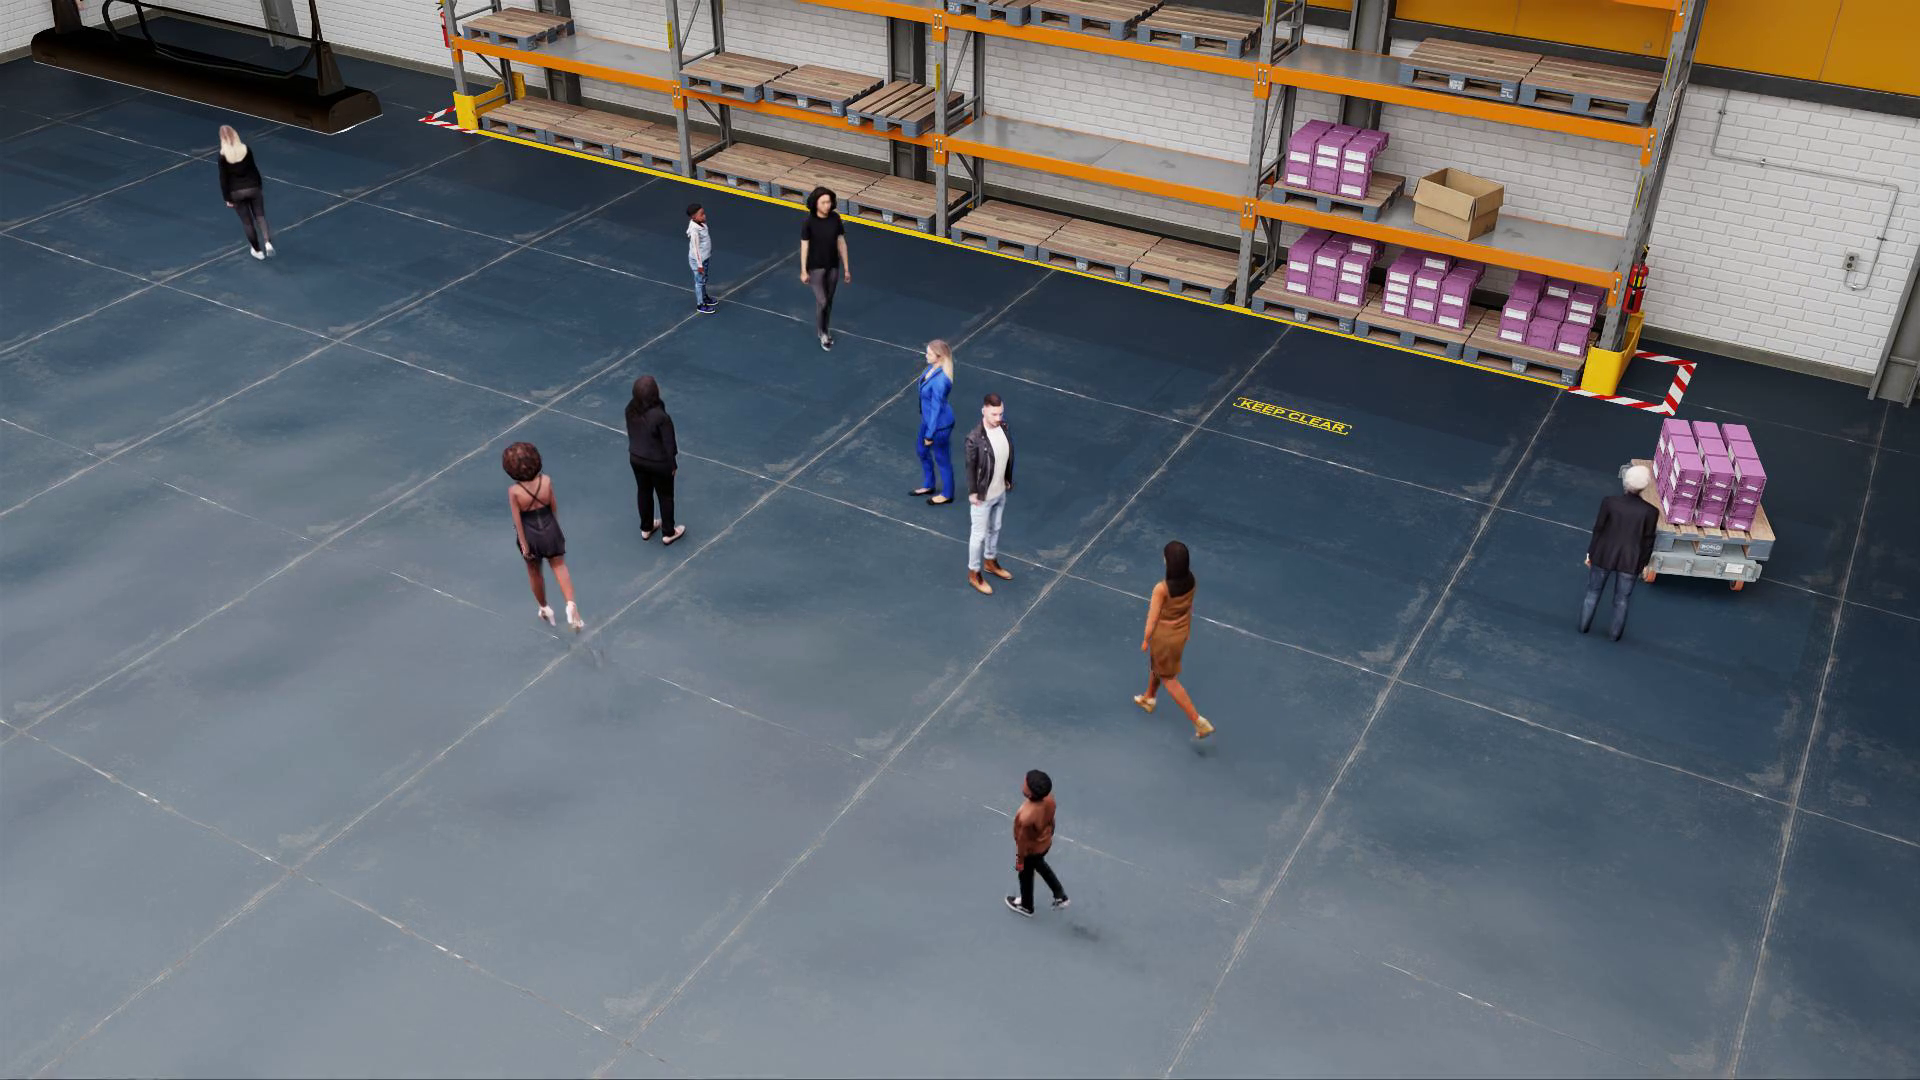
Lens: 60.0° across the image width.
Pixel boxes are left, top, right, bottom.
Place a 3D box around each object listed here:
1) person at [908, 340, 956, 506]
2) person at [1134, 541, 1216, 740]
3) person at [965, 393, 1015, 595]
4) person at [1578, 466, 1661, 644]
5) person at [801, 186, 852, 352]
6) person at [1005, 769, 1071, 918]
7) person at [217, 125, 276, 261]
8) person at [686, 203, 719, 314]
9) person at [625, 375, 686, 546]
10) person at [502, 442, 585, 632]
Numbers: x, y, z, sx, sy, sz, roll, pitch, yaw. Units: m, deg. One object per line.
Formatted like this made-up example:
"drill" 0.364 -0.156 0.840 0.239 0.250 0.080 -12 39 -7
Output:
"person" -0.117 -1.065 15.172 0.843 1.691 0.798 -4 34 -6
"person" 1.623 0.779 12.422 0.765 1.662 1.100 -28 43 -36
"person" 0.231 -0.433 14.090 0.624 1.836 0.699 26 42 34
"person" 5.355 0.196 13.589 0.614 1.770 0.703 16 37 23
"person" -1.506 -2.990 17.947 0.789 1.823 0.820 -18 38 -25
"person" 0.535 2.025 10.924 0.681 1.246 0.533 19 38 26
"person" -8.446 -4.079 19.716 0.782 1.679 0.890 -24 41 -32
"person" -2.939 -3.206 18.780 0.593 1.261 0.556 2 34 3
"person" -2.721 -0.704 14.696 0.573 1.616 0.694 15 36 21
"person" -3.354 0.034 13.446 0.816 1.770 0.975 -19 38 -26
